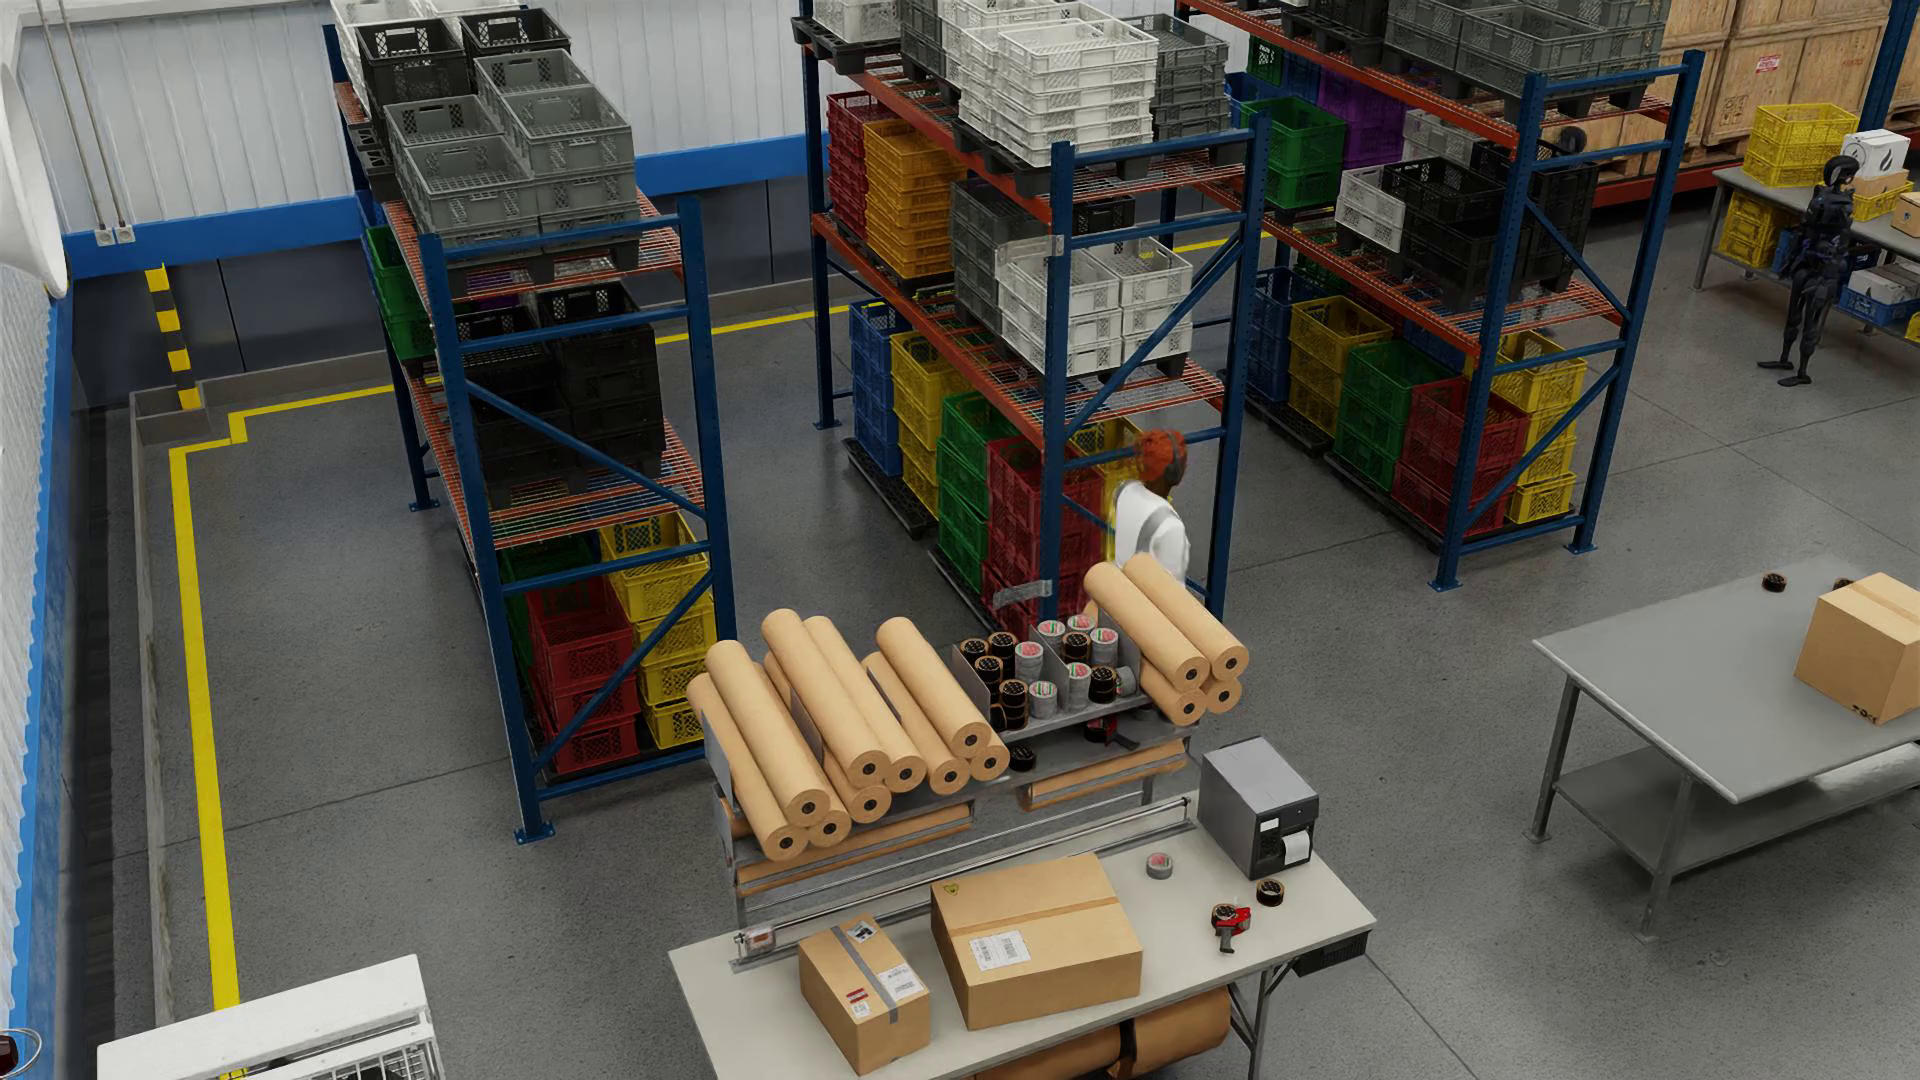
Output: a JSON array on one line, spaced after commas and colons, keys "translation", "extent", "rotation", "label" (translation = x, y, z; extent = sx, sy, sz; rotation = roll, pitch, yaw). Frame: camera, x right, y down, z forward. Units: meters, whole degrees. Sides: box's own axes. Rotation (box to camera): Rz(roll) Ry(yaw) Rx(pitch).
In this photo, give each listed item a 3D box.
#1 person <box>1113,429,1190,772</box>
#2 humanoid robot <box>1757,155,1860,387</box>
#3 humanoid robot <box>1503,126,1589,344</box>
[{"translation": [0.839, 0.355, 7.868], "extent": [0.537, 1.861, 0.620], "rotation": [-9, 33, -15], "label": "person"}, {"translation": [5.994, -1.895, 11.691], "extent": [0.324, 1.658, 0.601], "rotation": [-2, 32, -2], "label": "humanoid robot"}, {"translation": [4.313, -2.241, 12.265], "extent": [0.610, 1.643, 0.379], "rotation": [-10, 33, -16], "label": "humanoid robot"}]
